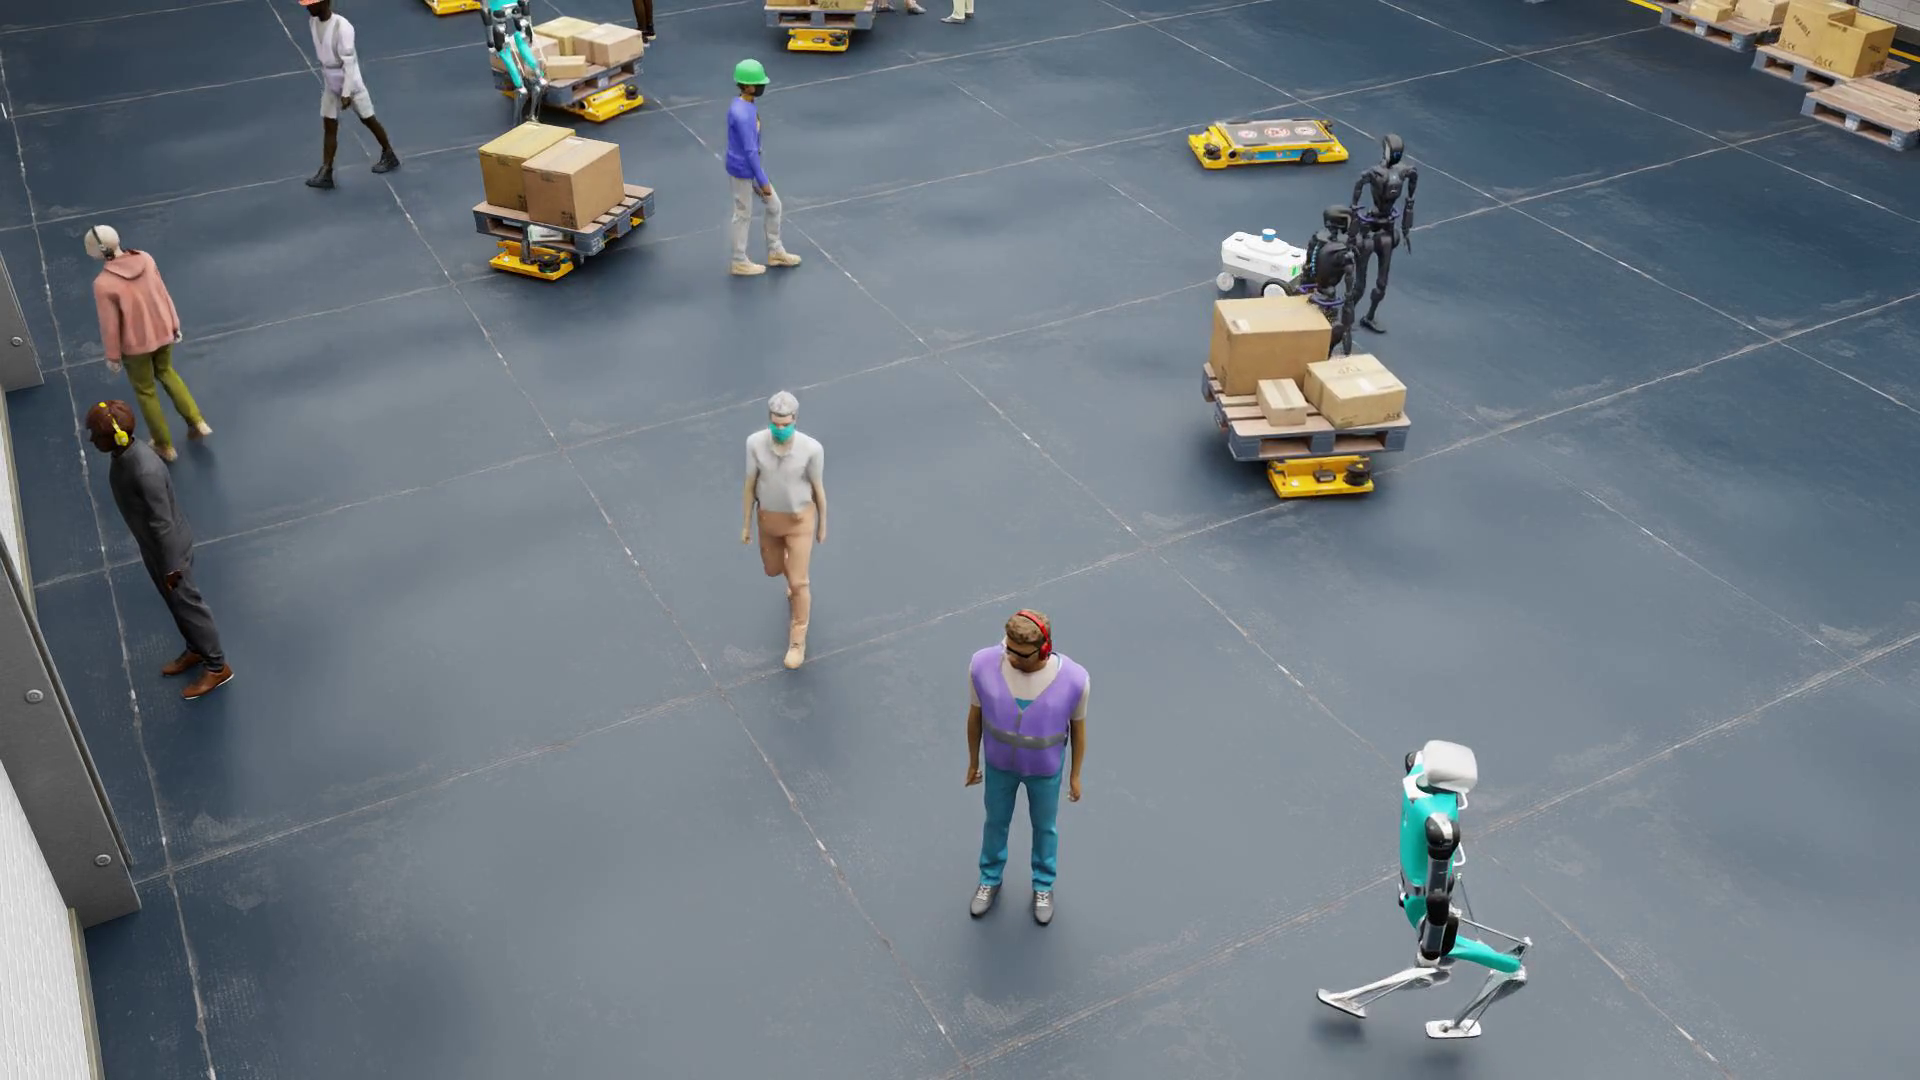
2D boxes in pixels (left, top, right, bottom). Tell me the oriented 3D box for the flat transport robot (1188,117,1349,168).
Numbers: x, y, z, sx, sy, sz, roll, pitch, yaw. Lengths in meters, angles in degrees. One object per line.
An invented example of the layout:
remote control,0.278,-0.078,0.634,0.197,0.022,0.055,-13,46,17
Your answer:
flat transport robot,3.007,-3.873,16.245,1.431,0.231,0.659,-5,35,-7

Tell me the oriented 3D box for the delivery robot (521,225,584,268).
delivery robot,-3.487,-2.656,14.275,0.499,0.613,0.807,-2,35,-3

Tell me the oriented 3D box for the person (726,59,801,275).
person,-1.634,-3.038,13.679,0.717,1.846,0.458,3,35,4

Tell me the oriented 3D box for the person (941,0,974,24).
person,-0.004,-6.903,19.197,0.396,1.846,0.563,19,39,24

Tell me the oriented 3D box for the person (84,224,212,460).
person,-5.548,-1.350,11.298,0.455,1.805,0.555,16,38,22

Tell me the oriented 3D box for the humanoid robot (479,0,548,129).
humanoid robot,-4.358,-4.914,16.489,0.665,1.837,0.531,29,44,35

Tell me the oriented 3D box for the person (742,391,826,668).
person,-1.004,-0.153,9.669,0.483,1.722,0.739,6,35,9

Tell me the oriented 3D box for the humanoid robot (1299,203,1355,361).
humanoid robot,2.626,-1.610,11.785,0.482,1.645,0.612,-14,37,-19

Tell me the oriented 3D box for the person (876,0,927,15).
person,-0.699,-6.968,19.468,0.711,1.640,0.450,7,36,10

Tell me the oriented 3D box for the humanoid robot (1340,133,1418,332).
humanoid robot,3.237,-2.390,12.902,0.587,1.641,0.346,-10,36,-14

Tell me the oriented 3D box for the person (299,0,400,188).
person,-5.736,-4.200,15.305,0.545,1.883,0.994,18,39,24

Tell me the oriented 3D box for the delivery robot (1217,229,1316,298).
delivery robot,2.531,-2.261,13.693,0.774,0.592,0.499,23,41,29

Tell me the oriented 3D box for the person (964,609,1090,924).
person,0.312,1.049,7.849,0.563,1.839,0.396,7,36,10

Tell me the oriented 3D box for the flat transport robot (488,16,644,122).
flat transport robot,-4.075,-4.702,17.429,1.431,0.231,0.659,21,40,27

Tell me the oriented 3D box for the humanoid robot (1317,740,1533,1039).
humanoid robot,2.126,1.584,7.170,0.958,1.760,0.544,1,35,1

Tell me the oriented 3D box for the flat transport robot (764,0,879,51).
flat transport robot,-1.575,-5.968,19.237,0.659,0.231,1.431,2,35,2

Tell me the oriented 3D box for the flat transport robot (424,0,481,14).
flat transport robot,-6.285,-6.751,20.355,0.659,0.231,1.431,-18,39,-24

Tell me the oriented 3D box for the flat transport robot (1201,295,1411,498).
flat transport robot,2.400,-0.769,11.813,0.659,0.231,1.431,-4,35,-6

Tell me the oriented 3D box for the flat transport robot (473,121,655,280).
flat transport robot,-3.414,-2.680,14.542,0.659,0.231,1.431,14,37,20

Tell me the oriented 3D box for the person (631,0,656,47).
person,-3.653,-6.505,18.526,0.361,1.964,0.612,6,35,8

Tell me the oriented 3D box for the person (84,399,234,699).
person,-4.456,0.037,9.271,0.351,1.869,0.495,-27,43,-33
